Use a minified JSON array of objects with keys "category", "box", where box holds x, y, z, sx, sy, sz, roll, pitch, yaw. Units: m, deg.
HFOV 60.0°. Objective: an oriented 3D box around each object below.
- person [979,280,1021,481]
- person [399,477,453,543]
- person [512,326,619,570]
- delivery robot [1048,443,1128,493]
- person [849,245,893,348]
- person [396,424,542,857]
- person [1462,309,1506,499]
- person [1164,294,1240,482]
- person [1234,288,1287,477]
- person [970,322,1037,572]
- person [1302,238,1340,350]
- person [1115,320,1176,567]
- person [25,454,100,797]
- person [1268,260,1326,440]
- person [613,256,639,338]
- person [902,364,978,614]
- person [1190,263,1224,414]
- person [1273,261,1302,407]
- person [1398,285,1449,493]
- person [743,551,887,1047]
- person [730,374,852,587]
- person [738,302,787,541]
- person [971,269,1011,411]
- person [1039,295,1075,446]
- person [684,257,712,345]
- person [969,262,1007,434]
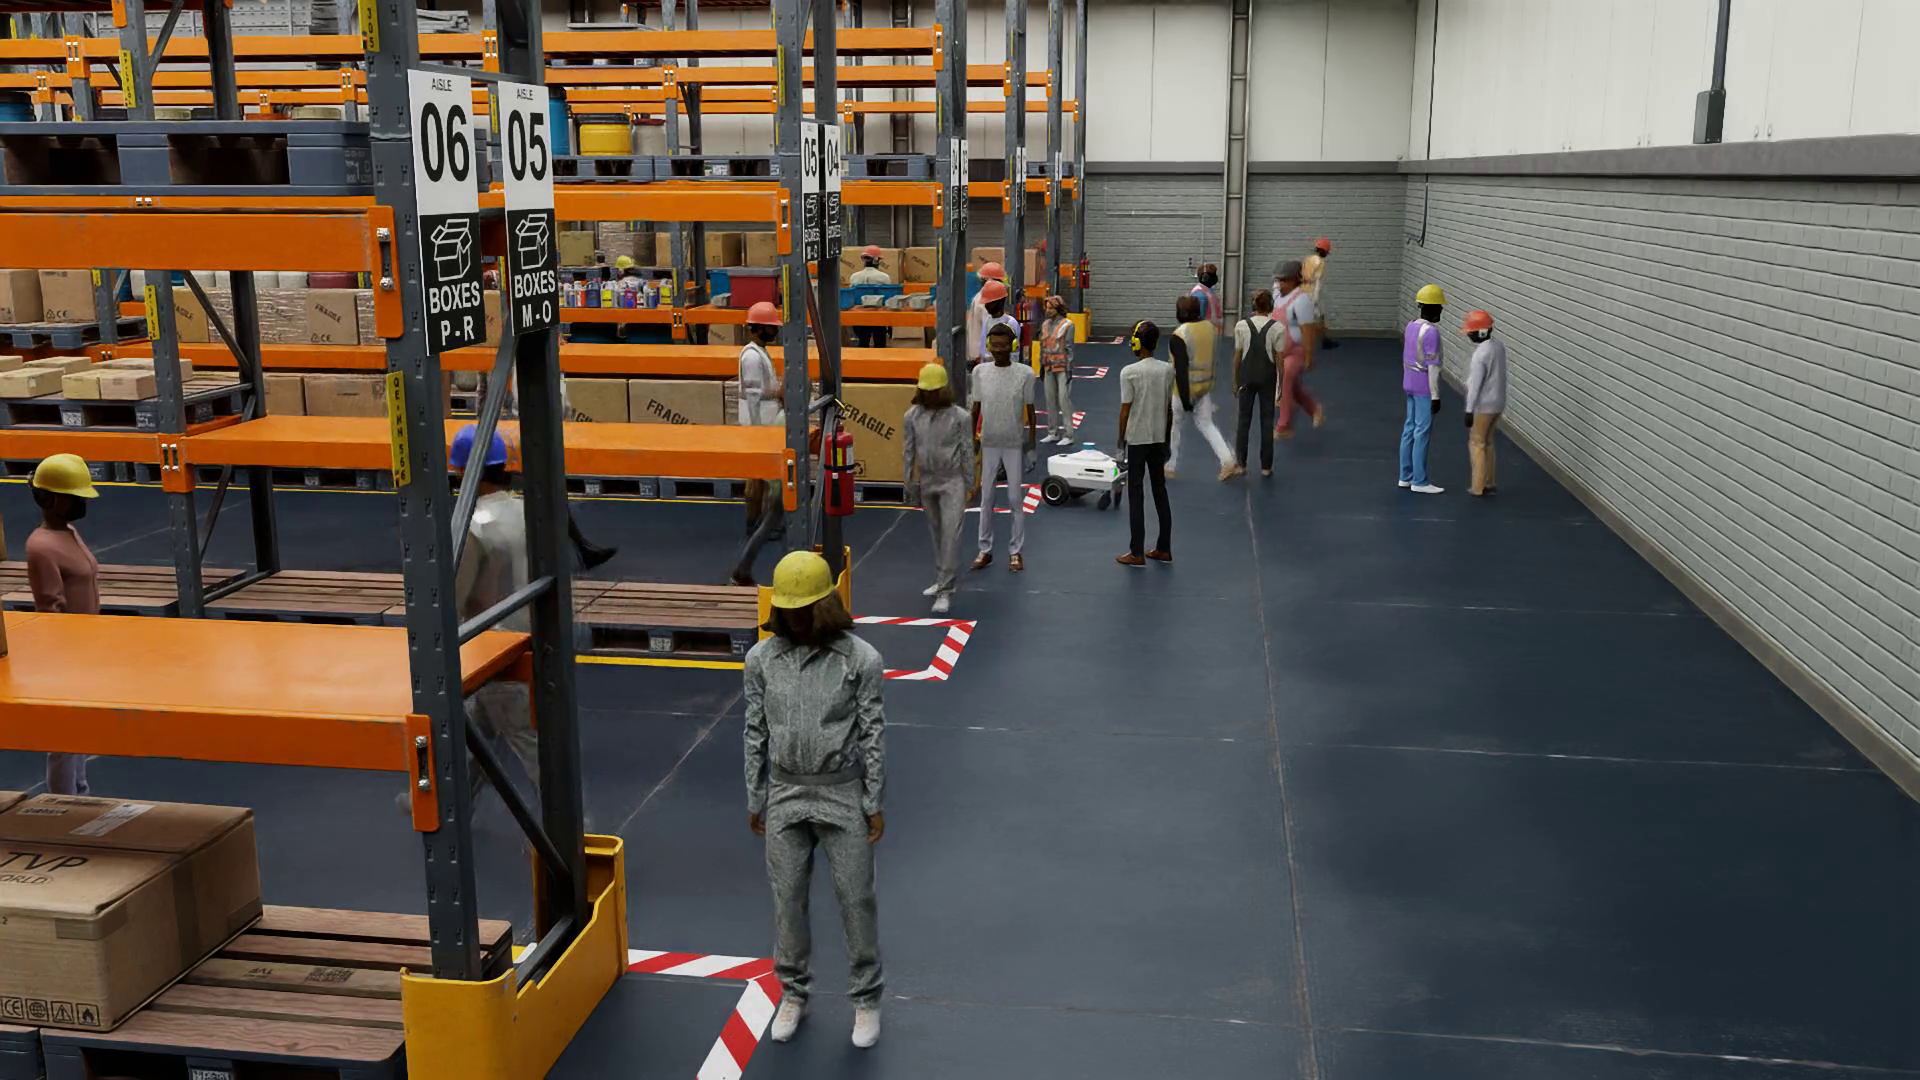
[{"category":"person","box":[0.341,-1.538,16.069,0.367,1.930,0.542,-9,15,-34]},{"category":"person","box":[-4.020,-0.620,12.499,0.369,1.681,0.533,-2,13,-8]},{"category":"person","box":[-3.014,-0.710,12.421,0.973,1.884,0.572,3,13,14]},{"category":"delivery robot","box":[1.154,-0.628,14.875,0.707,0.478,0.477,7,14,27]},{"category":"person","box":[-1.171,-2.933,22.237,0.608,1.986,0.391,5,13,21]},{"category":"person","box":[-2.063,0.445,7.194,0.999,1.892,0.603,2,13,10]},{"category":"person","box":[4.759,-1.240,15.177,0.391,1.730,0.608,9,15,36]},{"category":"person","box":[2.266,-1.448,15.944,0.614,1.814,0.873,-10,16,-38]},{"category":"person","box":[2.915,-1.530,16.242,0.502,1.841,0.348,4,13,17]},{"category":"person","box":[0.314,-0.686,12.372,0.535,1.864,0.309,3,13,13]},{"category":"person","box":[5.858,-4.083,27.705,0.984,1.873,0.667,-6,14,-23]},{"category":"person","box":[1.399,-0.726,12.574,0.508,1.861,0.325,-7,14,-30]},{"category":"person","box":[-3.872,0.495,7.285,0.328,1.759,0.524,-4,13,-16]},{"category":"person","box":[3.762,-2.144,18.552,0.786,2.000,0.707,-3,13,-12]},{"category":"person","box":[-4.601,-3.006,22.951,0.445,1.813,0.616,4,13,19]},{"category":"person","box":[-0.154,-0.374,11.374,0.507,1.682,0.766,5,13,20]},{"category":"person","box":[3.036,-2.486,20.546,0.429,1.846,0.625,4,13,17]},{"category":"person","box":[4.178,-2.619,21.150,0.429,1.843,0.627,6,14,25]},{"category":"person","box":[4.310,-1.401,15.454,0.365,1.927,0.588,-2,13,-11]},{"category":"person","box":[-0.492,0.876,5.622,0.494,1.730,0.324,2,13,9]},{"category":"person","box":[-1.234,-0.398,11.707,0.868,1.587,0.505,1,13,3]},{"category":"person","box":[-1.593,-0.957,13.459,0.378,1.931,0.546,0,12,1]},{"category":"person","box":[0.366,-2.077,18.564,0.636,1.895,0.612,2,13,11]},{"category":"person","box":[1.062,-1.849,18.160,0.315,1.631,0.525,-10,16,-38]},{"category":"person","box":[-4.192,-3.892,26.771,0.708,1.911,0.445,-2,13,-9]},{"category":"person","box":[0.308,-2.061,18.317,0.410,1.979,0.629,-2,13,-8]}]
